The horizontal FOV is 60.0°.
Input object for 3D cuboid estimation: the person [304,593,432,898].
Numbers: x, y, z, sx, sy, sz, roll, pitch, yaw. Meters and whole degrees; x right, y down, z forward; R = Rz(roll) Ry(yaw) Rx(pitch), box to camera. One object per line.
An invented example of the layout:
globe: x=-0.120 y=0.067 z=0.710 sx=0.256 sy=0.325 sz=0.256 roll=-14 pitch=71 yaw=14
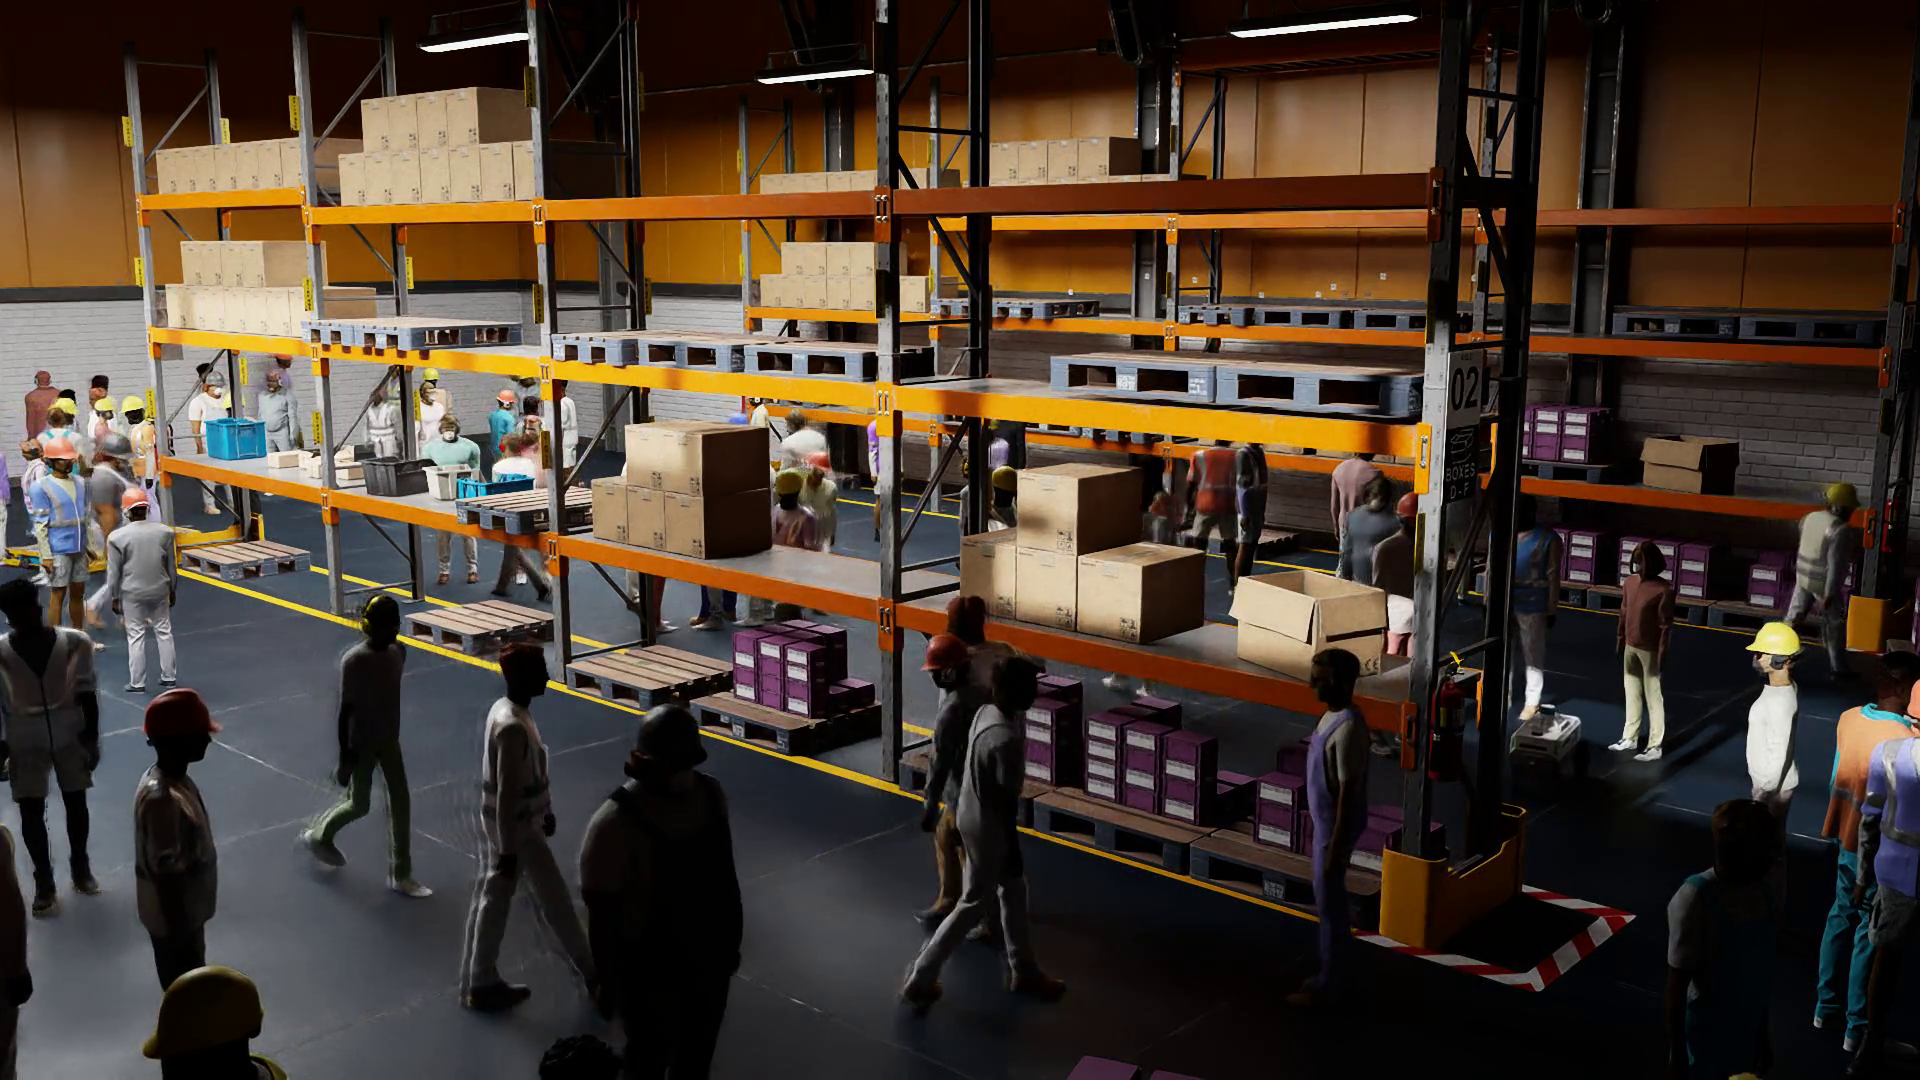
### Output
person: x=-3.521 y=1.176 z=9.736 sx=0.881 sy=1.817 sz=0.534 roll=6 pitch=12 yaw=29

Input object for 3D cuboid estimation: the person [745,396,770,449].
person: x=-2.957 y=-1.386 z=24.380 sx=0.355 sy=1.740 sz=0.574 roll=-2 pitch=10 yaw=-9

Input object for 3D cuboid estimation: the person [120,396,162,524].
person: x=-10.267 y=-0.852 z=20.886 sx=0.397 sy=1.912 sz=0.592 roll=-9 pitch=13 yaw=-41

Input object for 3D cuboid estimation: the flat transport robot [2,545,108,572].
flat transport robot: x=-10.533 y=0.190 z=19.617 sx=1.431 sy=0.197 sz=0.652 roll=5 pitch=11 yaw=25

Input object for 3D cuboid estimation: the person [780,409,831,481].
person: x=-1.860 y=-0.611 z=19.648 sx=1.035 sy=1.870 sz=0.662 roll=10 pitch=14 yaw=43

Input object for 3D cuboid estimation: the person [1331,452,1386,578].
person: x=3.965 y=-0.101 z=16.552 sx=0.356 sy=1.938 sz=0.633 roll=-7 pitch=12 yaw=-34

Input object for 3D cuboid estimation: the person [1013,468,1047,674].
person: x=0.595 y=0.307 z=14.418 sx=0.358 sy=1.880 sz=0.575 roll=3 pitch=10 yaw=16

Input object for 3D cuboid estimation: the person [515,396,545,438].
person: x=-5.410 y=-0.891 z=21.153 sx=0.726 sy=1.880 sz=0.620 roll=8 pitch=13 yaw=38

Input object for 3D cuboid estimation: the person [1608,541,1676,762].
person: x=5.046 y=0.813 z=12.274 sx=0.277 sy=1.627 sz=0.502 roll=-3 pitch=11 yaw=-19

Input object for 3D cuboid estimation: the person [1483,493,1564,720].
person: x=4.484 y=0.524 z=13.344 sx=0.431 sy=1.833 sz=0.629 roll=-9 pitch=14 yaw=-42

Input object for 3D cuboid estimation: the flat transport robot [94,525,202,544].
flat transport robot: x=-10.034 y=0.024 z=20.559 sx=0.652 sy=0.197 sz=1.431 roll=7 pitch=12 yaw=35

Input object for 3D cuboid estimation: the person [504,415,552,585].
person: x=-4.772 y=-0.454 z=18.655 sx=0.636 sy=1.903 sz=0.405 roll=-5 pitch=11 yaw=-26

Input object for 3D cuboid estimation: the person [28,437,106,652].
person: x=-8.201 y=0.068 z=15.301 sx=0.372 sy=2.044 sz=0.607 roll=3 pitch=10 yaw=14

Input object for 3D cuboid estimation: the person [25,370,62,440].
person: x=-13.835 y=-1.617 z=25.213 sx=0.409 sy=1.906 sz=0.651 roll=7 pitch=12 yaw=33

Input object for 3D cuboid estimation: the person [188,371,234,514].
person: x=-10.483 y=-1.386 z=23.526 sx=0.535 sy=2.000 sz=0.681 roll=8 pitch=13 yaw=37

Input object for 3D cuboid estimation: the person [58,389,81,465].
person: x=-13.086 y=-1.373 z=24.449 sx=0.317 sy=1.691 sz=0.535 roll=-7 pitch=12 yaw=-34

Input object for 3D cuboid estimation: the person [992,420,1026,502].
person: x=0.548 y=-0.928 z=21.141 sx=0.602 sy=1.977 sz=0.434 roll=7 pitch=12 yaw=33

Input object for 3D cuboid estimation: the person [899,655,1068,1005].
person: x=0.091 y=1.440 z=8.245 sx=0.847 sy=1.806 sz=0.514 roll=-1 pitch=10 yaw=-5

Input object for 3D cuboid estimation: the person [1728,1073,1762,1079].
person: x=1.977 y=2.181 z=4.161 sx=0.555 sy=1.740 sz=0.624 roll=9 pitch=14 yaw=42

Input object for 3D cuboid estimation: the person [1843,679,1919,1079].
person: x=4.265 y=1.523 z=7.371 sx=0.552 sy=1.937 sz=0.356 roll=8 pitch=13 yaw=39

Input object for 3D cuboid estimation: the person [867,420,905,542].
person: x=-0.919 y=-0.912 z=21.193 sx=0.386 sy=1.924 sz=0.549 roll=9 pitch=14 yaw=42

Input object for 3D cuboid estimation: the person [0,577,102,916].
person: x=-5.204 y=1.160 z=9.453 sx=0.587 sy=1.929 sz=0.678 roll=-7 pitch=12 yaw=-34

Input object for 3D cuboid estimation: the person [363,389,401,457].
person: x=-8.845 y=-1.506 z=25.408 sx=0.525 sy=1.595 sz=0.773 roll=0 pitch=10 yaw=2

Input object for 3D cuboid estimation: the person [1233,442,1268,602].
person: x=3.096 y=-0.326 z=17.524 sx=0.374 sy=2.042 sz=0.615 roll=5 pitch=11 yaw=26

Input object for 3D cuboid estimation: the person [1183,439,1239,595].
person: x=2.756 y=-0.343 z=17.959 sx=0.689 sy=1.936 sz=0.412 roll=1 pitch=10 yaw=4

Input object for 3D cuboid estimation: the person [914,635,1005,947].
person: x=-0.062 y=1.348 z=8.965 sx=0.719 sy=1.713 sz=0.571 roll=4 pitch=11 yaw=20

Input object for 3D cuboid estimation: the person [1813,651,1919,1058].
person: x=4.288 y=1.454 z=7.818 sx=0.373 sy=1.916 sz=0.596 roll=0 pitch=10 yaw=-1

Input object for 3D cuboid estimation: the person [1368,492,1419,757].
person: x=3.309 y=0.620 z=12.355 sx=0.619 sy=1.986 sz=0.410 roll=-6 pitch=11 yaw=-29

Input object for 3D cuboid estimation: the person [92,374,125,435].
person: x=-12.505 y=-1.480 z=24.438 sx=0.401 sy=1.914 sz=0.600 roll=-9 pitch=14 yaw=-42

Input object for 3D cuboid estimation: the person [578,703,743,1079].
person: x=-1.123 y=1.609 z=6.594 sx=0.535 sy=2.000 sz=0.690 roll=7 pitch=12 yaw=35

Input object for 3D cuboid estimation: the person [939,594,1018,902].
person: x=0.067 y=1.208 z=9.383 sx=0.427 sy=1.862 sz=0.608 roll=10 pitch=14 yaw=44

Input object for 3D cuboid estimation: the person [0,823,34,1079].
person: x=-3.995 y=1.696 z=6.678 sx=0.624 sy=1.841 sz=0.430 roll=3 pitch=10 yaw=14

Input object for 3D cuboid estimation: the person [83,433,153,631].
person: x=-8.191 y=-0.084 z=16.169 sx=0.639 sy=2.000 sz=0.740 roll=-3 pitch=10 yaw=-14
